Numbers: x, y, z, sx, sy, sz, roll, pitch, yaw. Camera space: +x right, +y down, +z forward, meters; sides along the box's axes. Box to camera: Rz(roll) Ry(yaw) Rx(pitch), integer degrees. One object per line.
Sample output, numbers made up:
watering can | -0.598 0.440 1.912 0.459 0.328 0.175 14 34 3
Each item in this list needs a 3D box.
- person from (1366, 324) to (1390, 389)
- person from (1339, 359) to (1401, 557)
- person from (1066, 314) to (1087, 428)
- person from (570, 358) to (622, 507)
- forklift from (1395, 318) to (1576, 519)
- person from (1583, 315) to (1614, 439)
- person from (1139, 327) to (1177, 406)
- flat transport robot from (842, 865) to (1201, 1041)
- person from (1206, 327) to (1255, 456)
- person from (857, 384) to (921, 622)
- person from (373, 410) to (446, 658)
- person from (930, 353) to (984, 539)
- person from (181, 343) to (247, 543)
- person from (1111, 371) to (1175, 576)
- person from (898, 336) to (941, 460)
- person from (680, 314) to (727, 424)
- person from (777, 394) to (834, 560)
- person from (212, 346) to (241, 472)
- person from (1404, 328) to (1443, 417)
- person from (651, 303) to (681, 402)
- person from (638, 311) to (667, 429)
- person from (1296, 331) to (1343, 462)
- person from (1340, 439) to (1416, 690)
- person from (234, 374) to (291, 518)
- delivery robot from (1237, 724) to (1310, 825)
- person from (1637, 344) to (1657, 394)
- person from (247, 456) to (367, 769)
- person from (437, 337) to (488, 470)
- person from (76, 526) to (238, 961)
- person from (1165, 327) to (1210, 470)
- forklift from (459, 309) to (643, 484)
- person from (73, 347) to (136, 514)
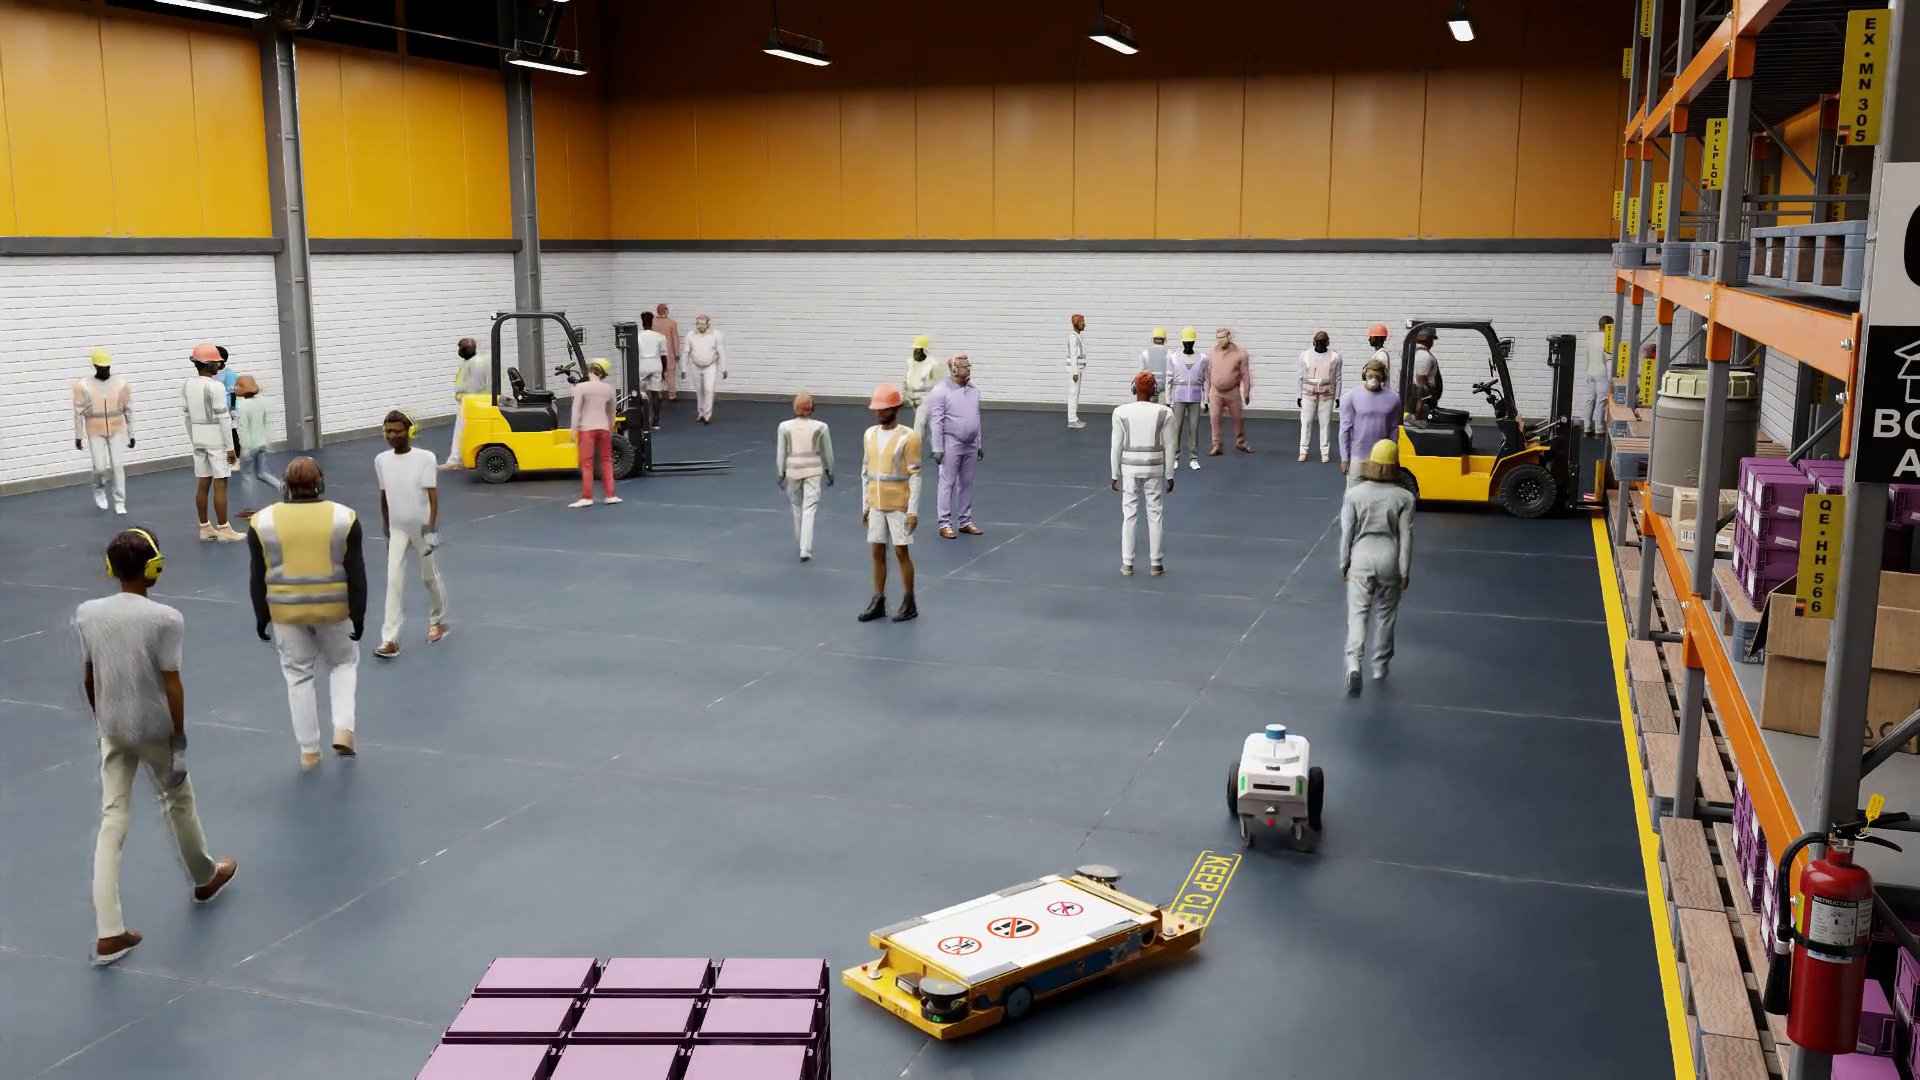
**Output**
person | 5.807 -2.038 23.181 0.365 1.939 0.542 2 10 12
person | 3.994 -0.802 16.237 0.627 1.936 0.373 -2 10 -10
person | 1.944 -2.814 27.705 0.344 1.882 0.585 2 10 9
person | -4.299 -1.248 19.361 0.659 1.719 0.325 -8 13 -37
forklift | 5.787 -1.437 19.079 2.313 2.155 1.214 3 11 19
person | 10.041 -2.551 26.083 0.369 1.936 0.630 -3 10 -15
person | 3.003 -2.285 24.948 0.614 1.812 0.584 3 11 18
flat transport robot | 0.277 1.681 6.933 1.431 0.197 0.652 -8 13 -39
person | 3.901 -2.152 24.074 0.692 1.869 0.735 4 11 20
person | -0.562 -0.285 13.388 0.553 1.930 0.516 7 12 34
person | -4.113 -0.062 12.404 0.517 1.819 0.970 1 10 3
person | -0.006 -0.979 17.293 0.651 1.913 0.410 -9 13 -41
person | -7.621 -0.985 16.961 0.608 2.044 0.370 5 11 27
person | 1.678 -0.606 15.273 0.583 1.882 0.338 1 10 7
person | -0.538 -1.954 23.180 0.971 1.784 0.597 -10 14 -43
person | -4.366 -2.894 28.231 0.763 1.850 0.916 1 10 4
person | -1.498 -0.631 16.229 0.542 1.584 0.875 1 10 4
person | -9.856 -1.757 22.310 0.537 1.694 0.320 8 13 38
person | 6.178 -1.979 22.564 0.878 2.000 0.689 -2 10 -10
person | -5.712 -3.621 32.177 0.641 1.913 0.407 3 10 14
person | -5.178 -2.817 27.551 0.638 1.939 0.678 -4 11 -23
person | 5.017 -2.003 23.271 0.622 1.841 0.430 2 10 13
person | 2.853 0.163 11.417 0.494 1.712 0.796 4 11 21
person | -7.771 -1.031 18.434 0.612 1.615 0.504 2 10 10
delivery robot | 1.625 1.198 8.592 0.477 0.478 0.707 2 10 13
person | 8.500 -1.499 20.457 0.513 1.829 0.585 0 10 1
person | -3.761 0.426 9.631 0.631 1.831 0.445 -4 11 -20
person | -6.565 -1.838 22.474 0.957 1.800 0.633 -6 12 -30
person | -3.589 0.842 7.301 0.542 1.817 0.974 1 10 4
person | 3.075 -1.908 22.483 0.595 1.925 0.372 0 10 0
forklift | -5.354 -1.902 21.697 2.313 2.155 1.214 -2 10 -13
person | -9.606 -1.221 18.691 0.637 1.899 0.544 -7 12 -35
